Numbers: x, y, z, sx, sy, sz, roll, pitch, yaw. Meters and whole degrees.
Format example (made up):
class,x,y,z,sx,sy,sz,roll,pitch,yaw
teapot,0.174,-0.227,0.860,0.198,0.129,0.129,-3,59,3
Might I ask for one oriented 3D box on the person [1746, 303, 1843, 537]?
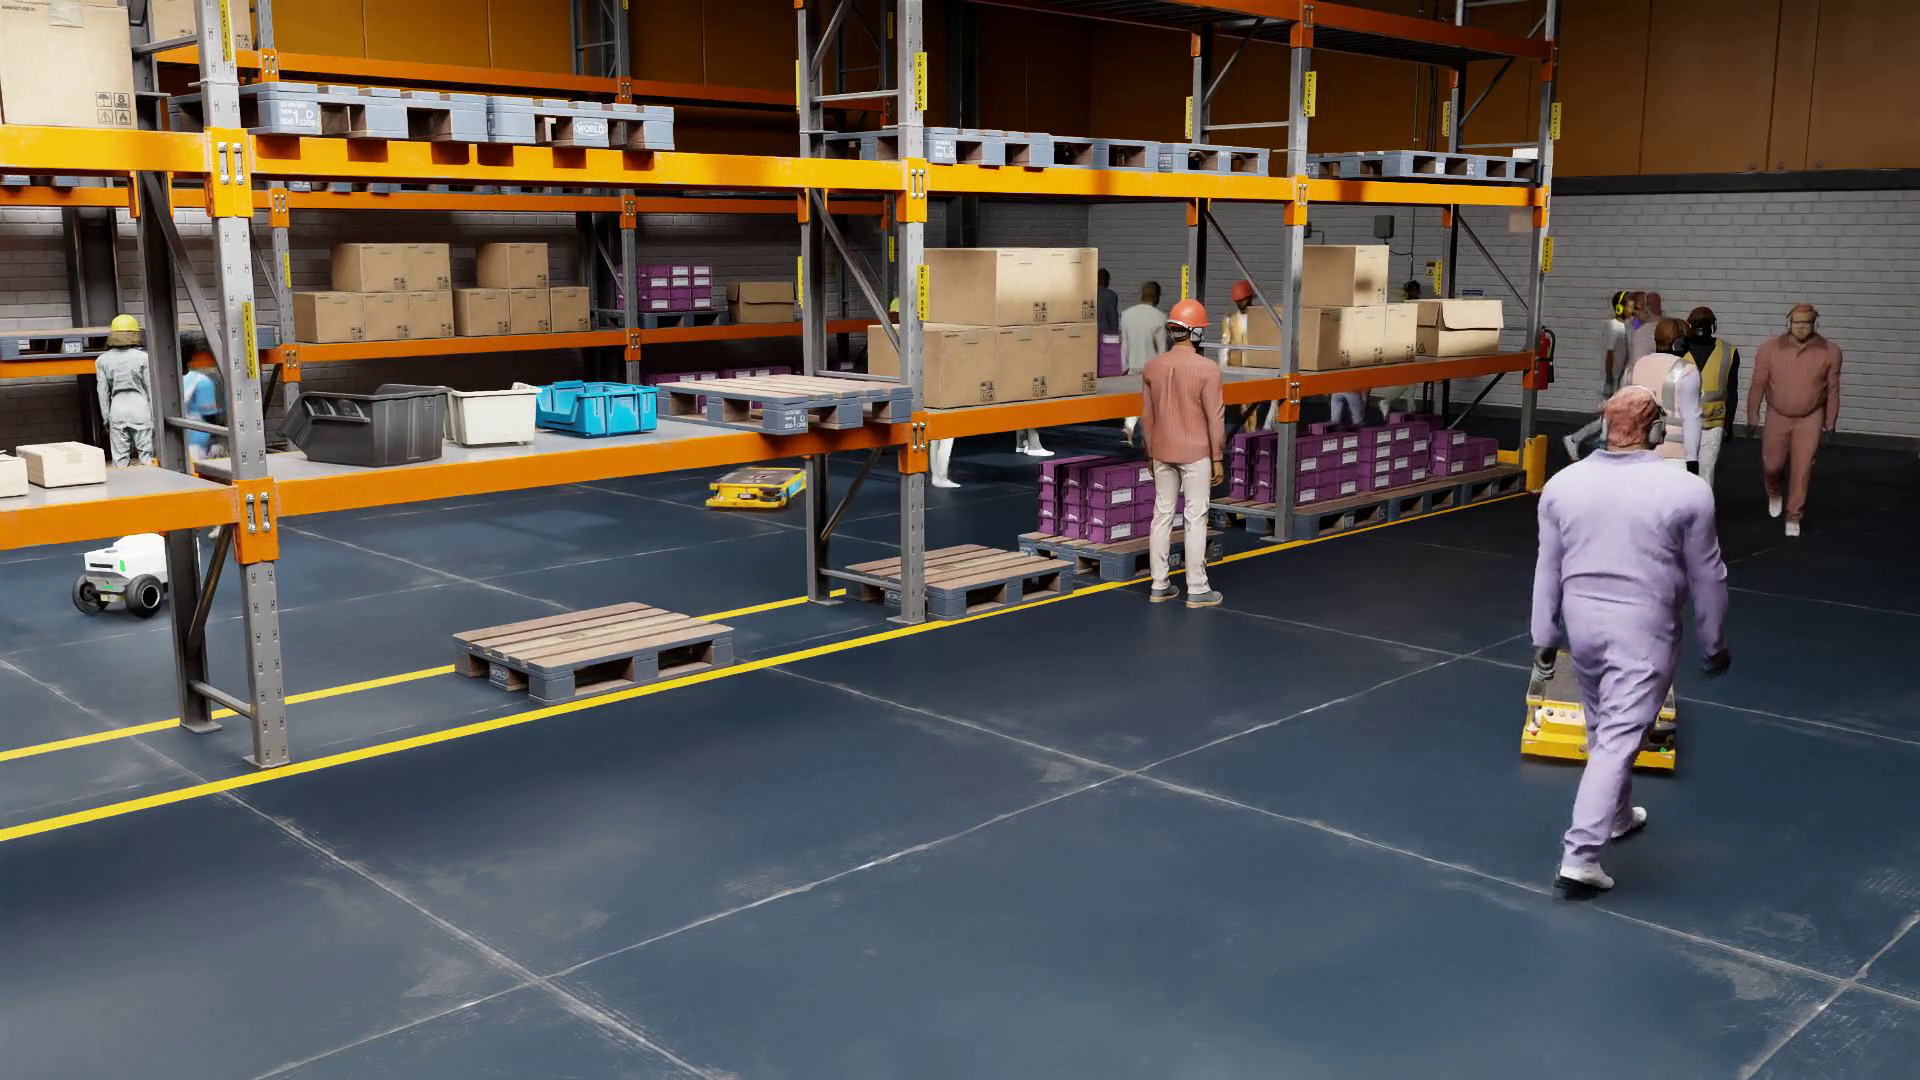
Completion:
class,x,y,z,sx,sy,sz,roll,pitch,yaw
person,6.797,-1.001,13.576,0.671,1.879,0.786,5,12,27

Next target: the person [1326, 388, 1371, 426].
class,x,y,z,sx,sy,sz,roll,pitch,yaw
person,3.807,-1.464,16.447,0.749,1.745,0.534,-9,14,-40

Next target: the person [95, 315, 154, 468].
class,x,y,z,sx,sy,sz,roll,pitch,yaw
person,-7.026,-1.035,14.121,0.483,1.737,0.311,-1,10,-7

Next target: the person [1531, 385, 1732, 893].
class,x,y,z,sx,sy,sz,roll,pitch,yaw
person,2.489,0.352,6.250,1.006,1.859,0.654,-9,14,-40

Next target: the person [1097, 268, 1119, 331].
class,x,y,z,sx,sy,sz,roll,pitch,yaw
person,1.999,-2.908,23.800,0.627,1.933,0.376,8,13,37

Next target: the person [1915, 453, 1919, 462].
class,x,y,z,sx,sy,sz,roll,pitch,yaw
person,10.054,-1.422,16.590,0.776,1.615,0.523,6,12,28

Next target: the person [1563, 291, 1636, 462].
class,x,y,z,sx,sy,sz,roll,pitch,yaw
person,6.687,-1.652,17.224,0.628,1.847,0.536,5,11,24

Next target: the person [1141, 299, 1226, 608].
class,x,y,z,sx,sy,sz,roll,pitch,yaw
person,1.456,-0.557,10.804,0.611,1.995,0.375,9,13,39

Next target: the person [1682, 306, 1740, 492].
class,x,y,z,sx,sy,sz,roll,pitch,yaw
person,5.888,-0.946,13.346,0.633,1.842,0.429,3,11,17

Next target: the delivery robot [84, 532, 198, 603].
class,x,y,z,sx,sy,sz,roll,pitch,yaw
delivery robot,-5.269,0.131,10.731,0.477,0.478,0.707,3,11,16

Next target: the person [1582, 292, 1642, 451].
class,x,y,z,sx,sy,sz,roll,pitch,yaw
person,7.247,-1.772,17.975,0.588,1.789,0.980,-7,12,-32

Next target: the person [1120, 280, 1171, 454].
class,x,y,z,sx,sy,sz,roll,pitch,yaw
person,2.011,-1.872,18.180,0.649,1.914,0.566,8,13,38

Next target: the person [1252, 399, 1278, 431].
class,x,y,z,sx,sy,sz,roll,pitch,yaw
person,3.192,-1.498,17.032,0.873,1.580,0.575,-4,11,-23

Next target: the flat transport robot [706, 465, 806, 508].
class,x,y,z,sx,sy,sz,roll,pitch,yaw
flat transport robot,-1.818,-0.495,15.174,0.652,0.197,1.431,1,10,6

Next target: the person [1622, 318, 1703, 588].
class,x,y,z,sx,sy,sz,roll,pitch,yaw
person,4.840,-0.593,11.445,0.430,1.837,0.622,-4,11,-23

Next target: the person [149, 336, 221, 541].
class,x,y,z,sx,sy,sz,roll,pitch,yaw
person,-5.980,-0.761,12.863,0.543,1.649,0.888,5,11,23

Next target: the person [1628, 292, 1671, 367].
class,x,y,z,sx,sy,sz,roll,pitch,yaw
person,6.502,-1.374,15.566,0.679,1.887,0.491,-6,12,-31

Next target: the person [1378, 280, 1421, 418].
class,x,y,z,sx,sy,sz,roll,pitch,yaw
person,5.681,-2.382,21.201,0.519,1.838,0.833,-7,12,-33

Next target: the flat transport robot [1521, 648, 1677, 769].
class,x,y,z,sx,sy,sz,roll,pitch,yaw
flat transport robot,3.135,0.794,8.146,0.652,0.197,1.431,4,11,21

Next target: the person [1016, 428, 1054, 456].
class,x,y,z,sx,sy,sz,roll,pitch,yaw
person,0.794,-1.881,18.202,0.359,1.930,0.588,-5,12,-25

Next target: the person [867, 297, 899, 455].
class,x,y,z,sx,sy,sz,roll,pitch,yaw
person,-0.660,-1.770,18.133,0.543,1.726,0.864,7,12,33

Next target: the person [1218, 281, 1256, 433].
class,x,y,z,sx,sy,sz,roll,pitch,yaw
person,3.080,-1.863,18.189,0.551,1.892,0.862,6,12,29

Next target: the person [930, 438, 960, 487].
class,x,y,z,sx,sy,sz,roll,pitch,yaw
person,-0.144,-1.317,15.999,0.532,1.625,0.445,10,14,44
